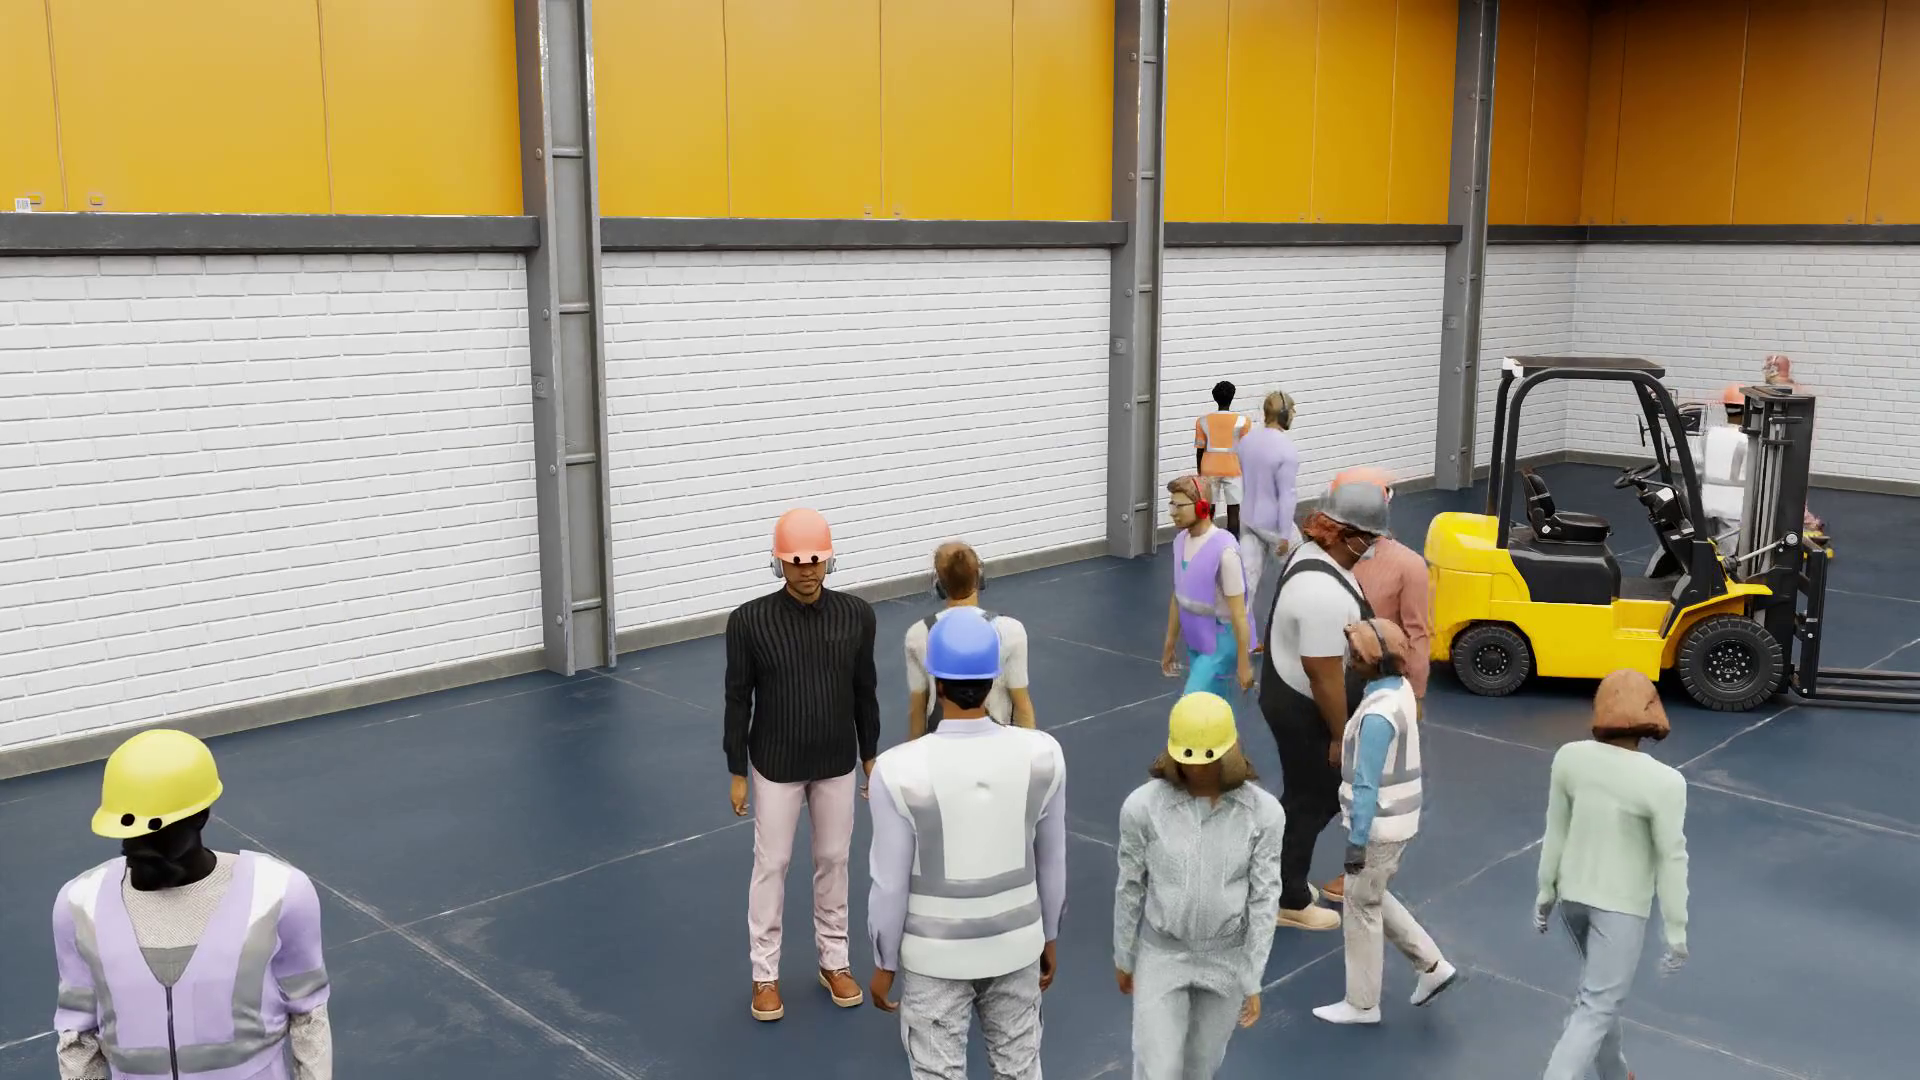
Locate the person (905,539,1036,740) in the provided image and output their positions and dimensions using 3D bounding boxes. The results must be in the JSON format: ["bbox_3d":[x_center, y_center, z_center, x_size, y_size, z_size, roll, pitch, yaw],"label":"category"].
[{"bbox_3d":[0.035,0.916,6.576,0.566,1.813,0.636,4,11,20],"label":"person"}]

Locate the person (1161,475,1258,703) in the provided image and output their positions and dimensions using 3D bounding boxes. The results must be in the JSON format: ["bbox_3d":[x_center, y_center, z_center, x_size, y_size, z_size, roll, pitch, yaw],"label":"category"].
[{"bbox_3d":[1.191,0.575,8.417,0.666,1.812,0.604,-3,11,-14],"label":"person"}]

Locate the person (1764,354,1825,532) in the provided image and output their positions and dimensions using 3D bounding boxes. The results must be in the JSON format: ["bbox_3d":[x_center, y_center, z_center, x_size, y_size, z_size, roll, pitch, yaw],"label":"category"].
[{"bbox_3d":[7.956,-0.859,16.107,0.644,1.874,0.892,-10,14,-42],"label":"person"}]

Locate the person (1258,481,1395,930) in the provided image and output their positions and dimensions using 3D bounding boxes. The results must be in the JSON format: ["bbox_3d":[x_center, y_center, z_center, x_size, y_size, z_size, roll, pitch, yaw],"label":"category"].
[{"bbox_3d":[1.547,0.706,7.094,0.546,2.000,0.722,2,11,10],"label":"person"}]

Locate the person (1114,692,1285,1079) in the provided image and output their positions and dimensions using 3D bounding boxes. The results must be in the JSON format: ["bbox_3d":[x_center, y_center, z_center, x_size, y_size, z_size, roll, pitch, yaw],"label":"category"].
[{"bbox_3d":[0.705,1.270,4.914,0.483,1.706,0.614,0,10,-2],"label":"person"}]

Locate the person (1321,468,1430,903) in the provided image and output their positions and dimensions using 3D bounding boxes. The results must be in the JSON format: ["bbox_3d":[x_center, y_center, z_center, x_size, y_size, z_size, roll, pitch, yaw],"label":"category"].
[{"bbox_3d":[1.779,0.653,7.599,0.755,1.955,0.615,-6,12,-30],"label":"person"}]

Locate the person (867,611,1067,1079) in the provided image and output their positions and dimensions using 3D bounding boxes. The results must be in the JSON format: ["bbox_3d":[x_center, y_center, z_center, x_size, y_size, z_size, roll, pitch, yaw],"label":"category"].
[{"bbox_3d":[0.017,1.167,4.834,0.605,1.948,0.406,-4,11,-20],"label":"person"}]

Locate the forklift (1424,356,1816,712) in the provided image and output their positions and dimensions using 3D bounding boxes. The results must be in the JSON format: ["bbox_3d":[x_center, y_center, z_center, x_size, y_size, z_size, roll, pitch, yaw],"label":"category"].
[{"bbox_3d":[4.276,-0.101,11.076,2.313,2.155,1.214,2,11,13],"label":"forklift"}]

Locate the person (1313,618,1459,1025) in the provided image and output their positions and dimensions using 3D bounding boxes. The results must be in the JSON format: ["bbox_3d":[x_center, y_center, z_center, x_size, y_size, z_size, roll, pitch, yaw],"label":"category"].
[{"bbox_3d":[1.604,1.074,6.246,0.420,1.618,0.526,4,11,22],"label":"person"}]

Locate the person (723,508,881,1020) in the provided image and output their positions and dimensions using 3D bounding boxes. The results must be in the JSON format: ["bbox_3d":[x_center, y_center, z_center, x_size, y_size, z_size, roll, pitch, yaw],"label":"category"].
[{"bbox_3d":[-0.594,0.854,6.410,0.623,1.992,0.397,-4,11,-21],"label":"person"}]

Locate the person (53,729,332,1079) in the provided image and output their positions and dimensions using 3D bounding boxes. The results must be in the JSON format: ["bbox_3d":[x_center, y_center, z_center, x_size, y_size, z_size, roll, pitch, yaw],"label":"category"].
[{"bbox_3d":[-1.765,1.357,3.861,0.592,1.923,0.381,-1,10,-8],"label":"person"}]

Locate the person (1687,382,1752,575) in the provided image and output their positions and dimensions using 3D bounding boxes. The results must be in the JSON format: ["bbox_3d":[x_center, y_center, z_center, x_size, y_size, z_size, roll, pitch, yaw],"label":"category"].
[{"bbox_3d":[5.838,-0.227,12.536,0.736,1.907,0.558,-5,12,-25],"label":"person"}]

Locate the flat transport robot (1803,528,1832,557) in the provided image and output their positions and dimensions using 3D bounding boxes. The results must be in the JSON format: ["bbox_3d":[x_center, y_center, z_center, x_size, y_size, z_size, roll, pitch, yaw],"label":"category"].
[{"bbox_3d":[7.836,-0.060,16.102,0.652,0.197,1.431,1,10,7],"label":"flat transport robot"}]

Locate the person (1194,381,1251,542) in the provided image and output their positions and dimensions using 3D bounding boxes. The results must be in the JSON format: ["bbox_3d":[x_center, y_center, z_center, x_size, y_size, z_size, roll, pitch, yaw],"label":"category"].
[{"bbox_3d":[2.400,-0.607,15.213,0.531,1.694,0.320,4,11,20],"label":"person"}]

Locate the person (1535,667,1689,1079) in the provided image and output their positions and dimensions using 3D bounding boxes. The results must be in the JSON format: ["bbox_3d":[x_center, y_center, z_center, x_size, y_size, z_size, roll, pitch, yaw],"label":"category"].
[{"bbox_3d":[2.104,1.226,5.506,0.797,1.591,0.550,-6,12,-28],"label":"person"}]

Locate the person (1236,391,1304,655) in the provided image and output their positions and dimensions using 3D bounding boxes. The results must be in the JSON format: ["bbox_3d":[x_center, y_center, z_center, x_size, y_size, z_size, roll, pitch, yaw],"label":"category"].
[{"bbox_3d":[2.308,-0.114,11.944,0.867,1.909,0.634,-7,12,-32],"label":"person"}]
